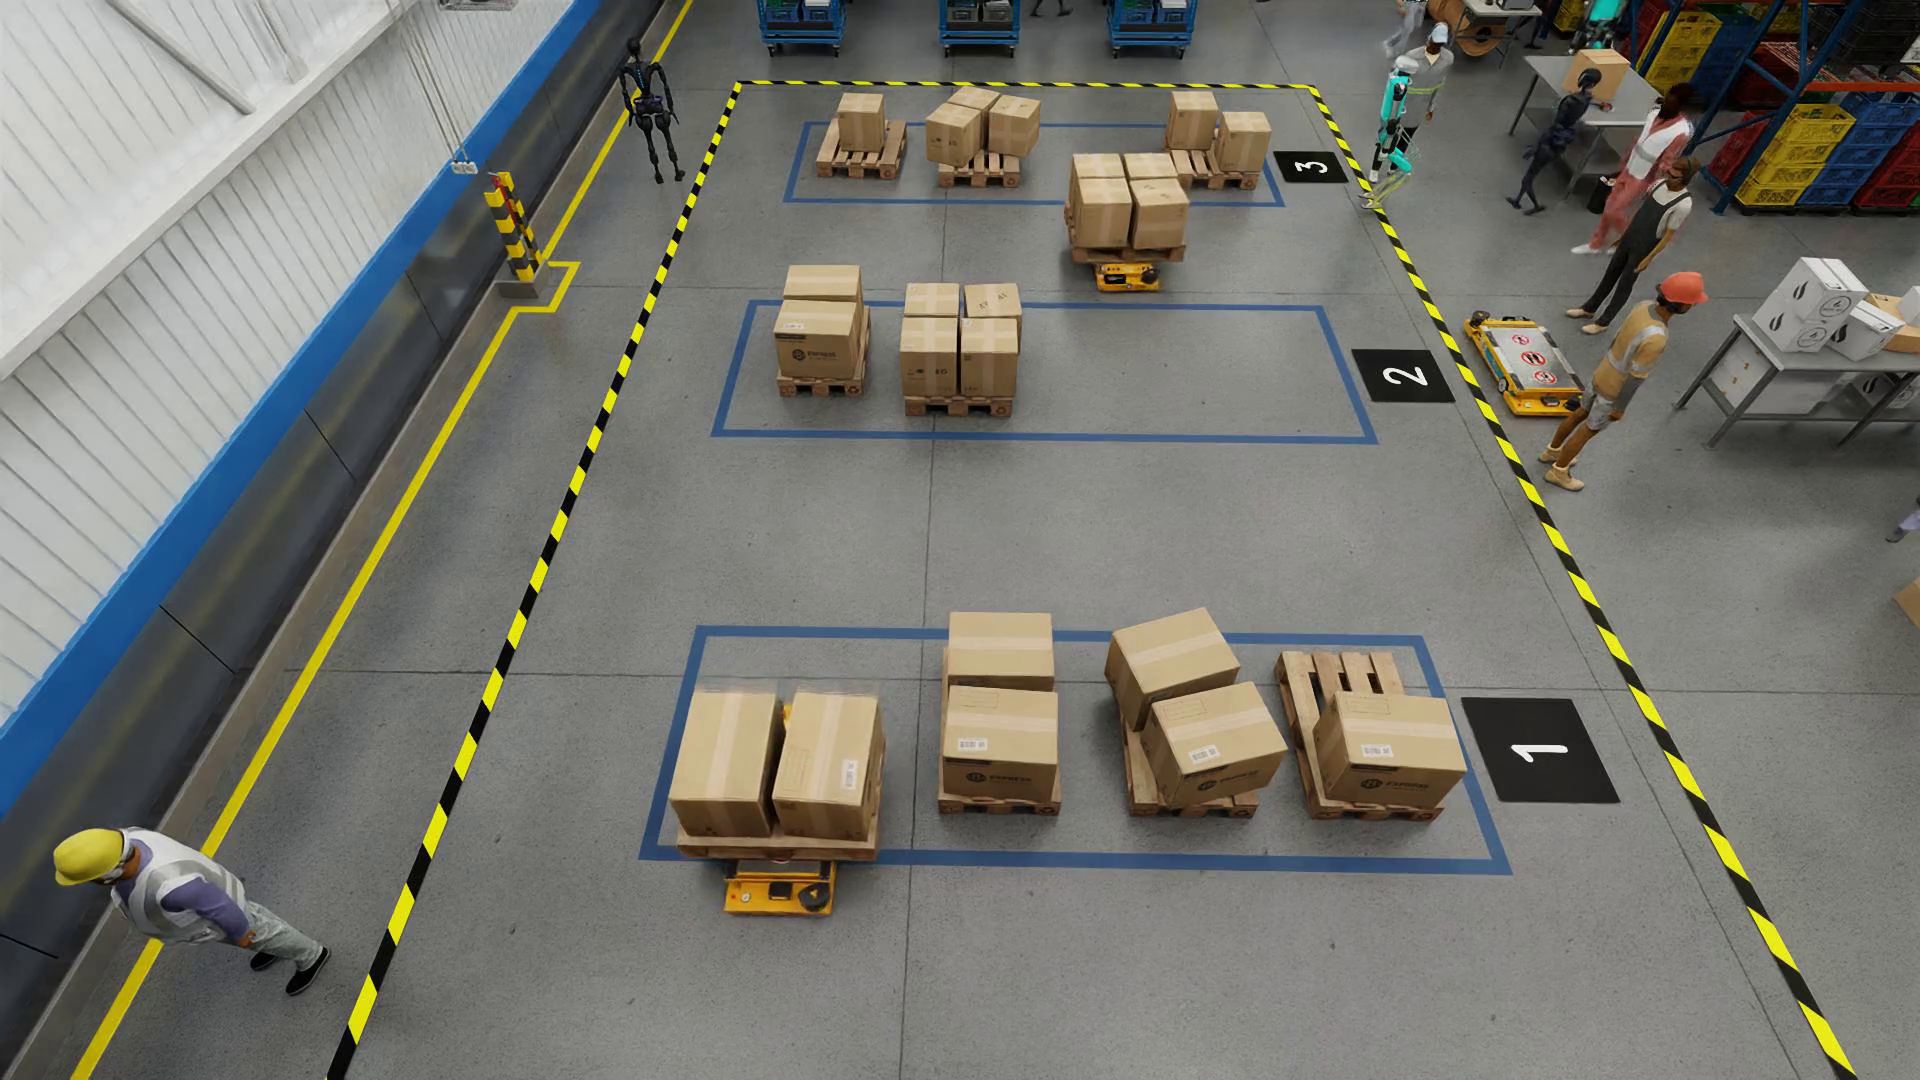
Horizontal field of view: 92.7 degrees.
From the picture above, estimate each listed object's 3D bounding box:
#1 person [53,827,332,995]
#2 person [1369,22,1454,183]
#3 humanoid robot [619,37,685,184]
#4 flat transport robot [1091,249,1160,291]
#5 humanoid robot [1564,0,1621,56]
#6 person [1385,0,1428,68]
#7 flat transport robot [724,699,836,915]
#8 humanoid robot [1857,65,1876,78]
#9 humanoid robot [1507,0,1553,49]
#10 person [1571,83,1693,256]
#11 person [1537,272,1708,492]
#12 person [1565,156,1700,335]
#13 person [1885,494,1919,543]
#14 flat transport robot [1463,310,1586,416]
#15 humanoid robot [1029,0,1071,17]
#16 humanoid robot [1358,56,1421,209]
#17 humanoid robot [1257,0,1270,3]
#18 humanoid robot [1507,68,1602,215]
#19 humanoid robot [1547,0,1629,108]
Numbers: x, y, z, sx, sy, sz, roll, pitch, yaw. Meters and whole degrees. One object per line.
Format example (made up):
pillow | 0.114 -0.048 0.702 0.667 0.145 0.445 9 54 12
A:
person | -3.981 1.945 4.816 0.599 1.827 0.404 22 53 18
person | 5.430 -5.205 10.992 0.589 1.852 0.399 1 49 1
humanoid robot | -3.737 -5.170 11.065 0.599 1.659 0.315 -7 50 -6
flat transport robot | 1.820 -3.319 10.387 0.652 0.197 1.431 -1 49 -1
humanoid robot | 9.534 -8.007 13.447 0.702 1.726 0.530 35 58 26
person | 6.593 -7.801 13.319 0.508 1.720 0.486 -27 54 -22
flat transport robot | -1.107 1.708 6.037 0.652 0.197 1.431 1 49 1
humanoid robot | 13.027 -7.324 12.932 1.023 1.778 0.531 23 53 18
humanoid robot | 8.924 -8.404 13.892 0.587 1.652 0.622 26 54 20
person | 7.267 -3.916 9.839 0.468 1.903 0.614 0 49 0
person | 5.356 -1.273 7.460 0.367 2.048 0.606 12 50 10
person | 6.620 -2.864 8.973 0.346 1.841 0.505 -4 49 -3
person | 8.089 -0.727 7.187 0.743 1.738 0.532 -24 53 -20
flat transport robot | 5.573 -1.757 9.054 0.659 0.231 1.431 1 49 1
humanoid robot | 1.484 -9.226 14.625 0.652 1.663 0.609 -12 50 -10
humanoid robot | 5.049 -4.605 10.457 0.735 1.681 0.533 9 50 8
humanoid robot | 5.390 -9.855 15.160 0.748 1.635 0.609 -18 52 -15
humanoid robot | 6.862 -4.565 10.566 0.604 1.638 0.495 -28 55 -22
humanoid robot | 8.471 -6.525 12.230 0.547 1.819 0.674 1 49 1
